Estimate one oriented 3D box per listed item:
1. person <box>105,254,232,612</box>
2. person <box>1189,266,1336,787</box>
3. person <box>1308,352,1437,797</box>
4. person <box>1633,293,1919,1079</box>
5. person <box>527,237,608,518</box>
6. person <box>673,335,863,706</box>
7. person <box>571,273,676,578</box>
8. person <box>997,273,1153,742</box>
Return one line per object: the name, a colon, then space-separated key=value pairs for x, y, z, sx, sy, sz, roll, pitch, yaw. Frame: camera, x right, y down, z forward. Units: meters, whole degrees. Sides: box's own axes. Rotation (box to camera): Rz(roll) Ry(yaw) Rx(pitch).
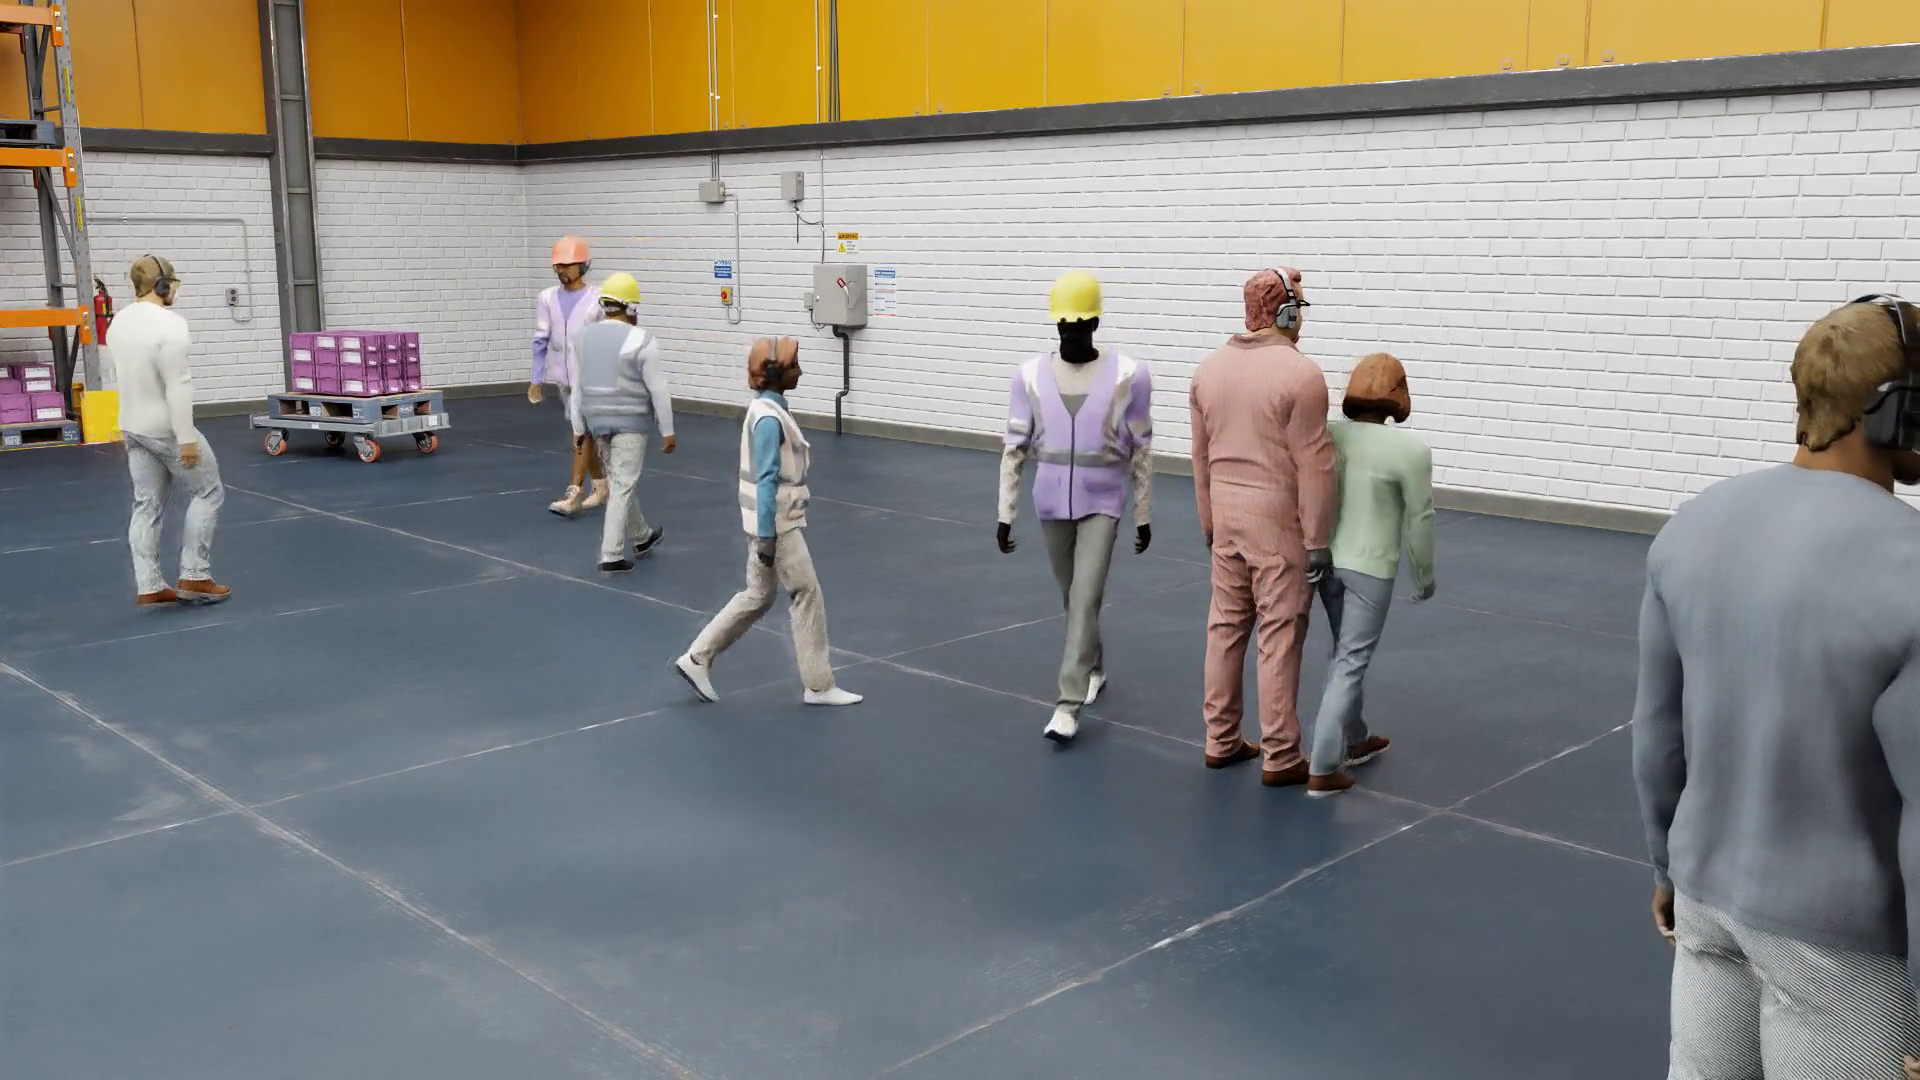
person: x=-4.281 y=-0.580 z=9.034 sx=0.665 sy=1.917 sz=0.631 roll=6 pitch=12 yaw=30
person: x=1.147 y=-0.049 z=6.171 sx=0.406 sy=1.911 sz=0.639 roll=-7 pitch=13 yaw=-35
person: x=1.506 y=0.117 z=6.114 sx=0.726 sy=1.603 sz=0.508 roll=-9 pitch=14 yaw=-41
person: x=1.308 y=0.592 z=2.595 sx=0.353 sy=1.936 sz=0.635 roll=-3 pitch=11 yaw=-18
person: x=-2.814 y=-1.163 z=11.983 sx=0.611 sy=1.995 sz=1.001 roll=4 pitch=11 yaw=21
person: x=-0.845 y=-0.070 z=7.091 sx=0.775 sy=1.609 sz=0.521 roll=-1 pitch=10 yaw=-8
person: x=-1.984 y=-0.712 z=10.102 sx=0.619 sy=1.789 sz=0.897 roll=5 pitch=12 yaw=26
person: x=0.470 y=-0.155 z=6.853 sx=0.610 sy=1.869 sz=1.007 roll=4 pitch=11 yaw=19
